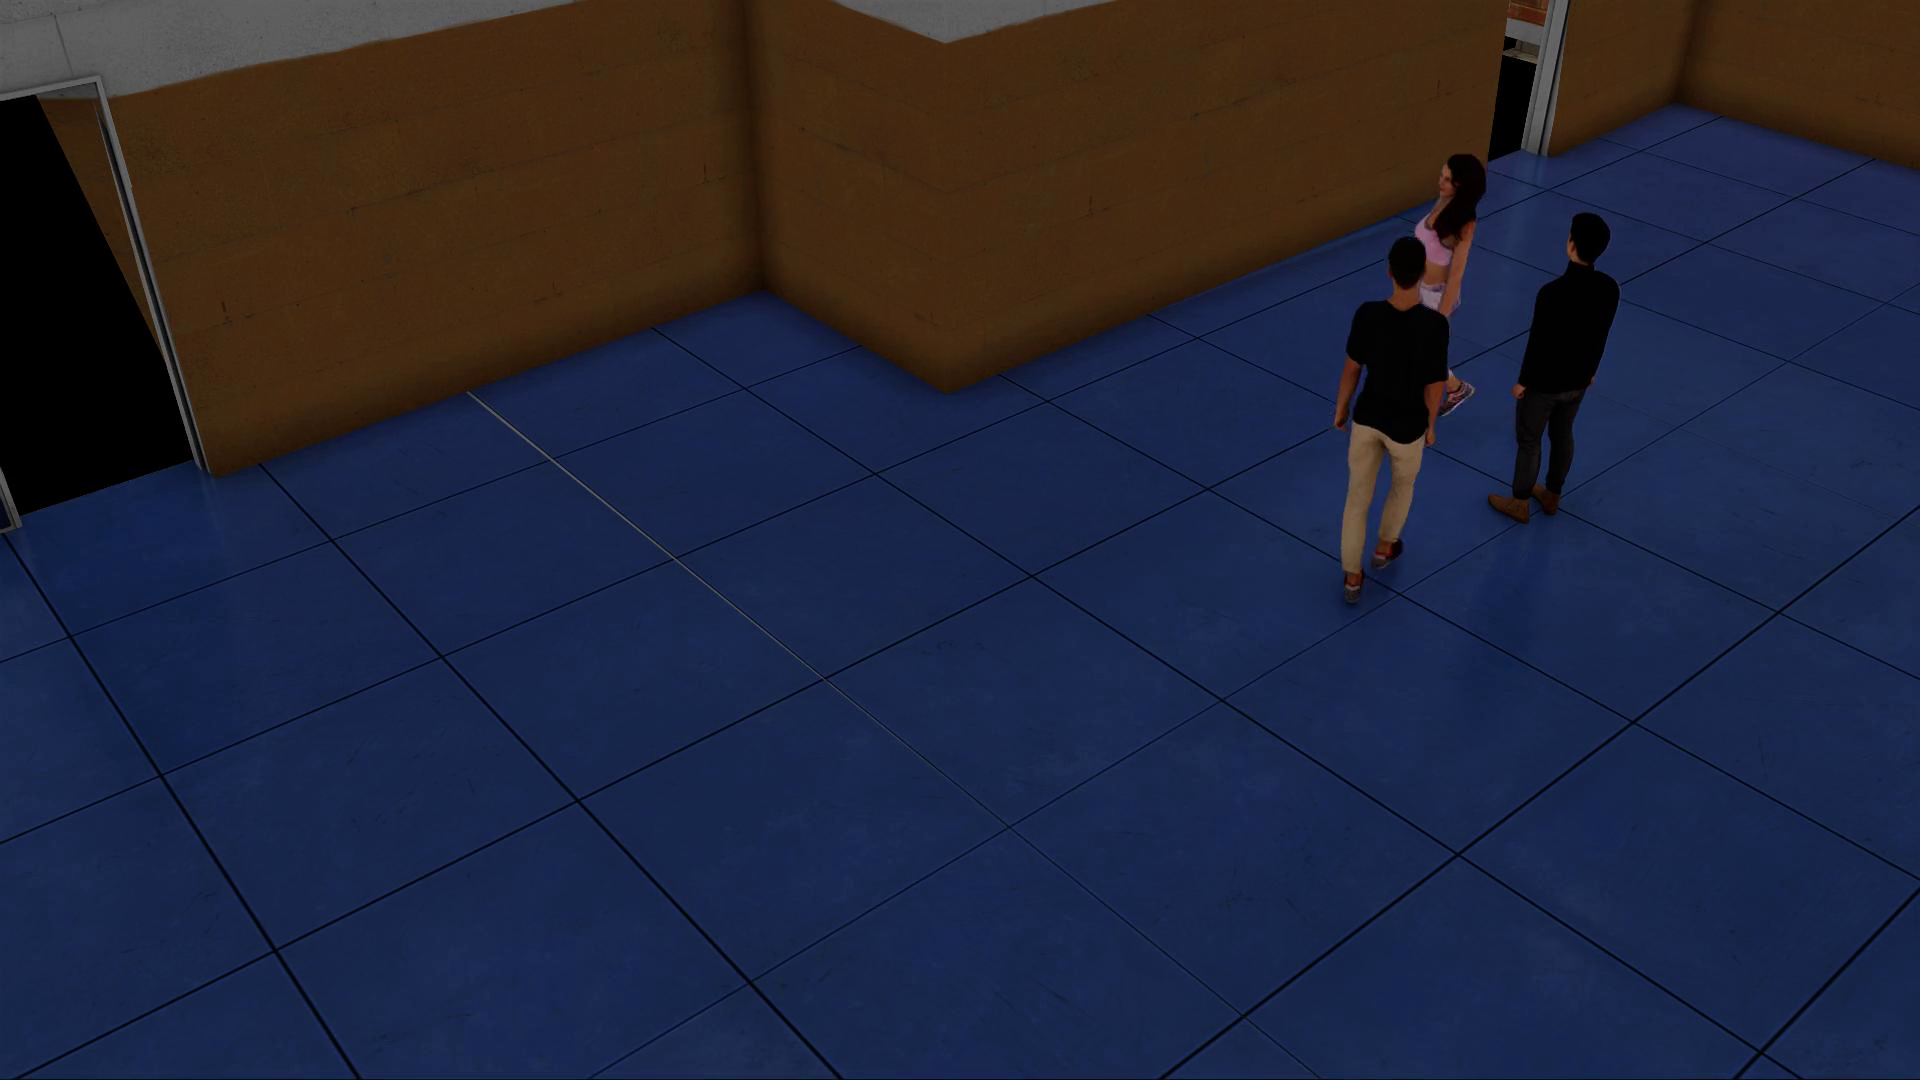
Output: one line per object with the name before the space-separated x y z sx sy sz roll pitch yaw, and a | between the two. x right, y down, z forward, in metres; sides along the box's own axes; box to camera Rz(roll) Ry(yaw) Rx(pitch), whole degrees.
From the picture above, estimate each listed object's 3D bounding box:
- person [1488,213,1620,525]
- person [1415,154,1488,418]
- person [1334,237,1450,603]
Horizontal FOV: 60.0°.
person | 3.129 -0.887 8.711 0.716 1.722 0.658 -11 35 -17
person | 2.750 -1.340 9.363 0.919 1.754 0.892 -2 34 -3
person | 2.050 -0.502 8.019 0.799 1.824 0.866 16 37 22
